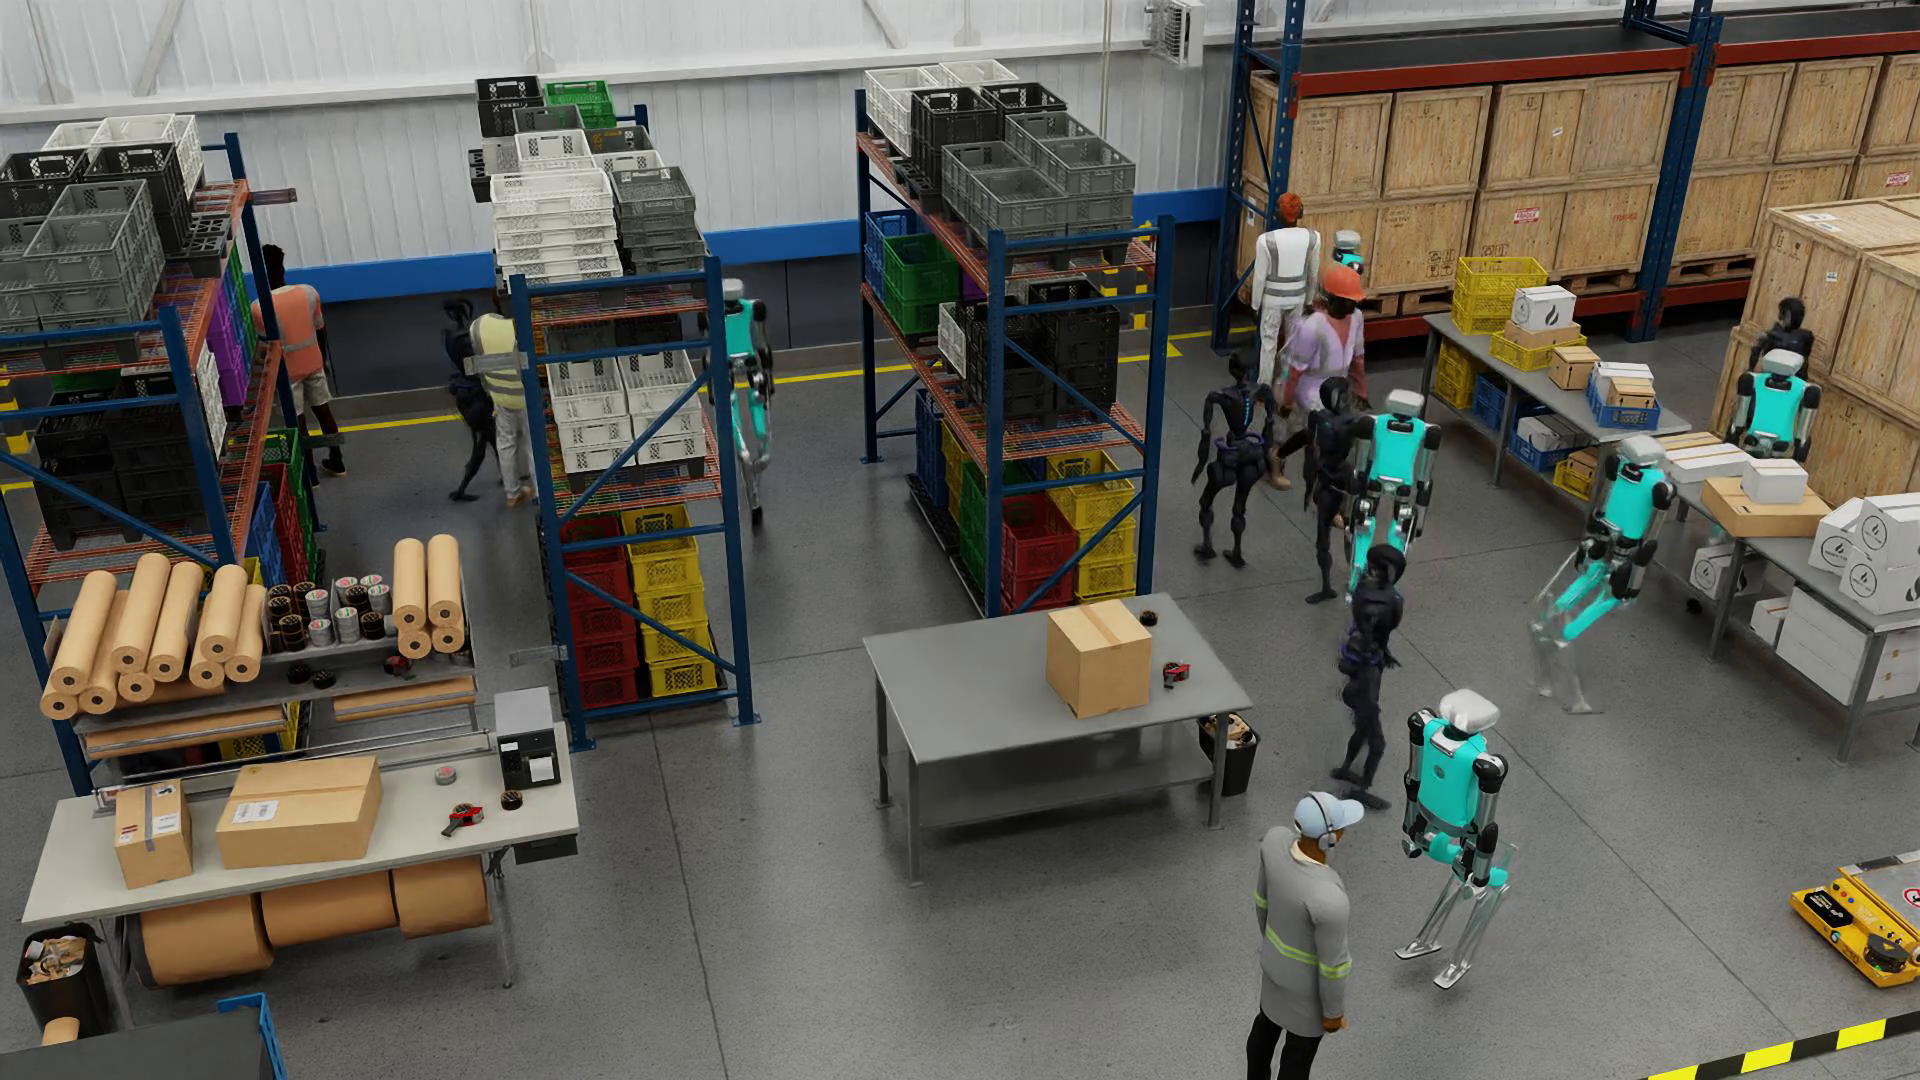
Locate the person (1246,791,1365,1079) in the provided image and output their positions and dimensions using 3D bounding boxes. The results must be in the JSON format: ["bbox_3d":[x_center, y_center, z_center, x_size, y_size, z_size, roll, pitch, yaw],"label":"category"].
[{"bbox_3d":[1.480,1.842,7.166,0.373,1.852,0.588,-11,31,-20],"label":"person"}]

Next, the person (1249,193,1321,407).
[{"bbox_3d":[2.751,-2.042,14.198,0.572,1.887,0.357,-5,29,-9],"label":"person"}]

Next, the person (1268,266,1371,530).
[{"bbox_3d":[2.671,-1.143,12.455,0.621,1.997,1.022,-22,36,-34],"label":"person"}]

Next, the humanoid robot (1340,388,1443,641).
[{"bbox_3d":[2.715,0.011,10.706,0.543,1.853,0.814,8,30,15],"label":"humanoid robot"}]

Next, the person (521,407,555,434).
[{"bbox_3d":[-3.553,-1.745,13.728,0.405,1.824,0.584,3,29,5],"label":"person"}]

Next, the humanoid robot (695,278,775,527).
[{"bbox_3d":[-1.589,-0.992,12.457,0.556,1.767,0.968,-9,30,-16],"label":"humanoid robot"}]

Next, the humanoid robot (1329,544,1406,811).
[{"bbox_3d":[2.358,0.733,9.374,0.409,1.646,0.613,12,31,20],"label":"humanoid robot"}]

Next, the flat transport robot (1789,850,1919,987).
[{"bbox_3d":[5.163,1.916,8.676,1.431,0.231,0.659,-8,30,-14],"label":"flat transport robot"}]

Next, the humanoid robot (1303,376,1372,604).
[{"bbox_3d":[2.614,-0.349,11.371,0.451,1.645,0.621,-25,38,-38],"label":"humanoid robot"}]

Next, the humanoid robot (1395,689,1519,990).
[{"bbox_3d":[2.466,1.387,7.975,0.735,1.677,0.533,-17,33,-28],"label":"humanoid robot"}]

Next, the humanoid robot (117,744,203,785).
[{"bbox_3d":[-4.257,1.106,8.700,0.445,1.631,0.602,1,29,1],"label":"humanoid robot"}]

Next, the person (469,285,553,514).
[{"bbox_3d":[-3.292,-1.071,12.484,0.636,1.837,0.430,10,30,17],"label":"person"}]

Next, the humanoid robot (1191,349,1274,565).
[{"bbox_3d":[1.946,-0.581,11.746,0.609,1.646,0.338,-8,30,-15],"label":"humanoid robot"}]

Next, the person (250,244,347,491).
[{"bbox_3d":[-5.125,-1.327,12.815,0.366,1.962,0.608,18,33,29],"label":"person"}]

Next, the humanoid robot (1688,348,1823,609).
[{"bbox_3d":[5.329,-0.317,11.279,0.559,1.841,0.895,21,35,33],"label":"humanoid robot"}]

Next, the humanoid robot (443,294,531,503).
[{"bbox_3d":[-3.722,-1.087,12.729,0.710,1.635,0.590,-17,33,-28],"label":"humanoid robot"}]

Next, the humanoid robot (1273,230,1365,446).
[{"bbox_3d":[2.820,-1.640,13.644,0.857,1.794,0.588,-1,29,-3],"label":"humanoid robot"}]

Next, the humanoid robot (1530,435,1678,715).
[{"bbox_3d":[3.853,0.232,10.205,0.776,1.756,0.568,-10,30,-18],"label":"humanoid robot"}]

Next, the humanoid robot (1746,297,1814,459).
[{"bbox_3d":[6.191,-1.054,12.628,0.594,1.641,0.561,-8,30,-14],"label":"humanoid robot"}]
